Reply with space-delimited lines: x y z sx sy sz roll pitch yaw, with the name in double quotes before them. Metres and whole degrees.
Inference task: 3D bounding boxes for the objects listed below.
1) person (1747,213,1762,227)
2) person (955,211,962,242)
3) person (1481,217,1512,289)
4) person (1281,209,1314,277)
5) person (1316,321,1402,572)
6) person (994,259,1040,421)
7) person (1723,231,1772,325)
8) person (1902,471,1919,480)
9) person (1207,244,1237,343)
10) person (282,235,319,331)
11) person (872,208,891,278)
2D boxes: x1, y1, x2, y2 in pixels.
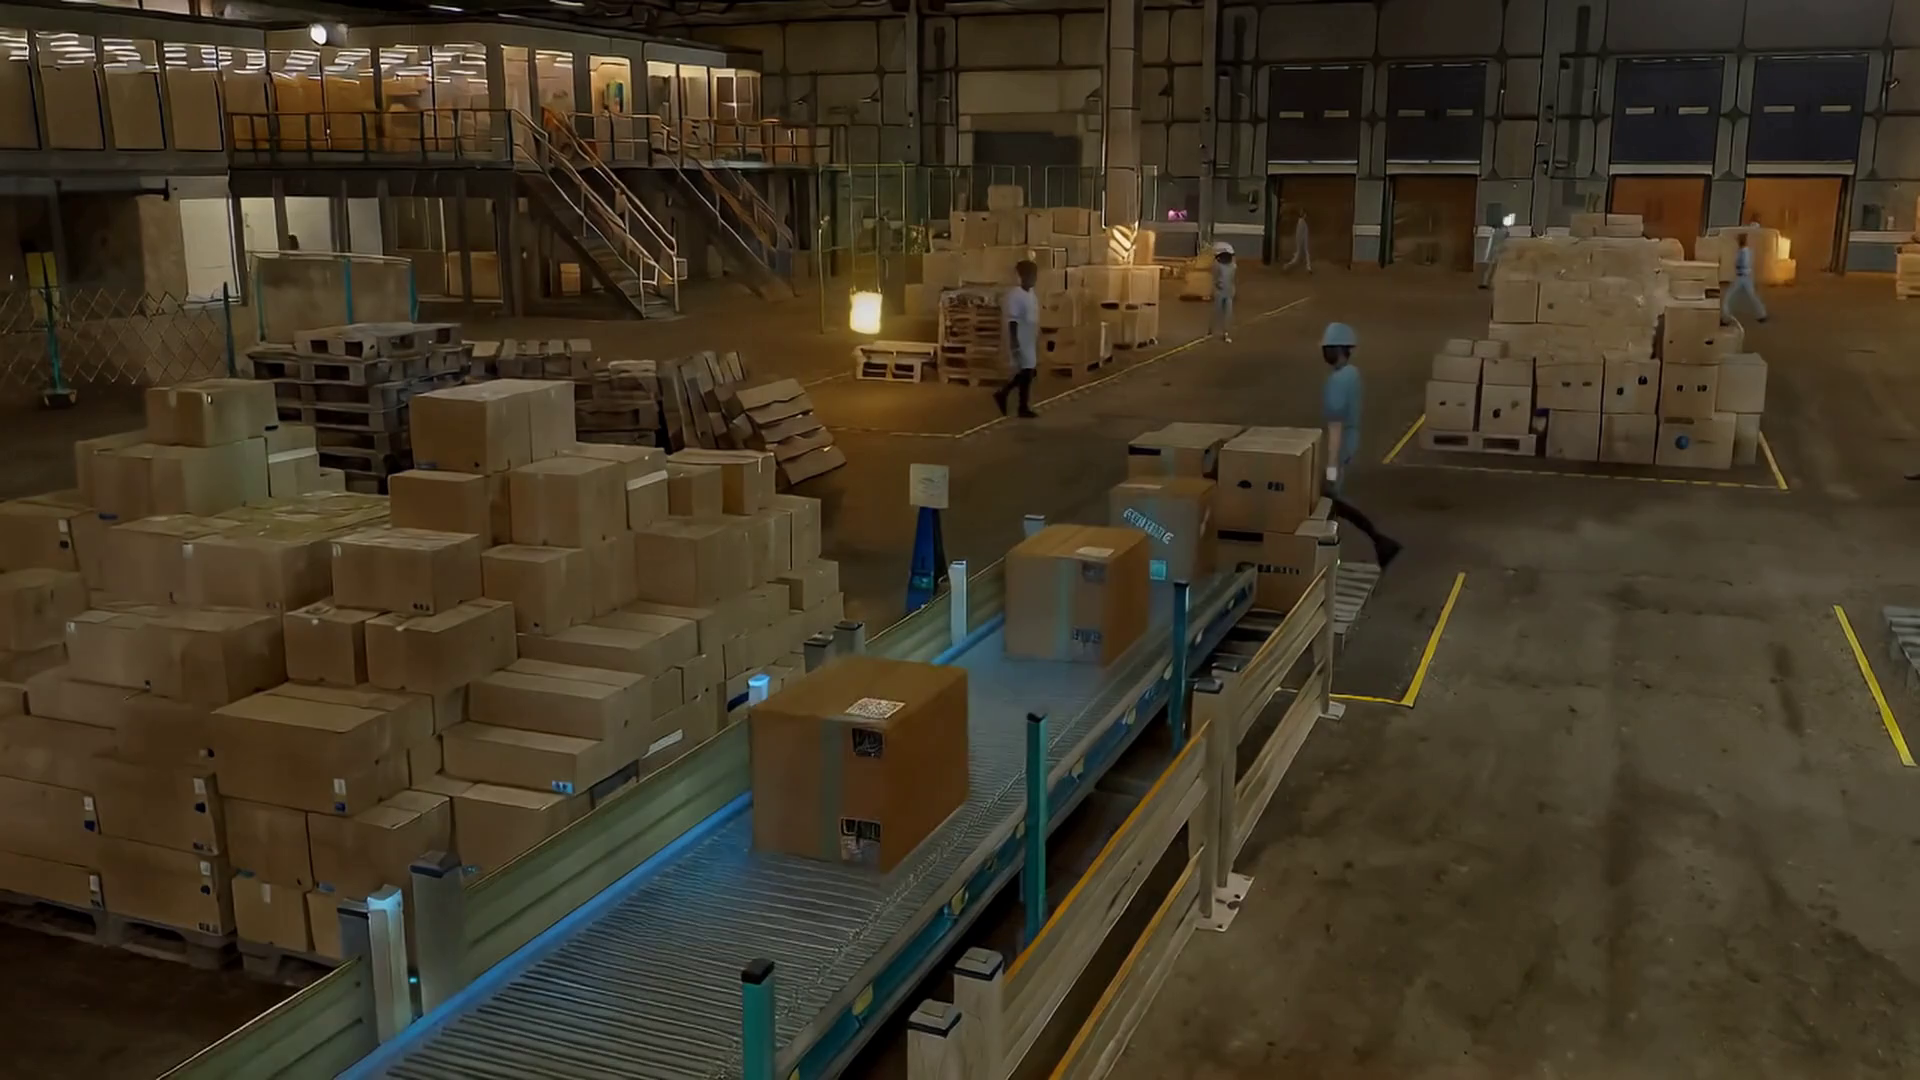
"person" 21.815 -8.068 45.727 0.430 1.843 0.625 2 13 11
"person" -0.024 -7.275 41.876 0.653 1.961 0.904 5 14 22
"person" 13.621 -7.265 42.158 0.669 1.826 0.413 10 16 37
"person" 9.562 -8.373 46.920 0.881 1.922 0.616 6 14 25
"person" 2.892 -0.672 12.403 0.831 1.915 0.548 5 14 22
"person" 0.739 -2.402 20.055 0.466 1.951 0.641 7 15 30
"person" 15.421 -5.123 32.559 1.010 1.837 0.588 2 13 9
"person" 9.573 -1.458 16.054 0.556 1.854 0.551 2 13 7
"person" 4.616 -4.341 29.275 0.489 1.729 0.577 -4 13 -16
"person" -11.513 -4.385 29.113 0.675 1.892 0.636 6 14 26
"person" -2.218 -8.337 46.714 0.548 1.937 0.358 3 13 15
